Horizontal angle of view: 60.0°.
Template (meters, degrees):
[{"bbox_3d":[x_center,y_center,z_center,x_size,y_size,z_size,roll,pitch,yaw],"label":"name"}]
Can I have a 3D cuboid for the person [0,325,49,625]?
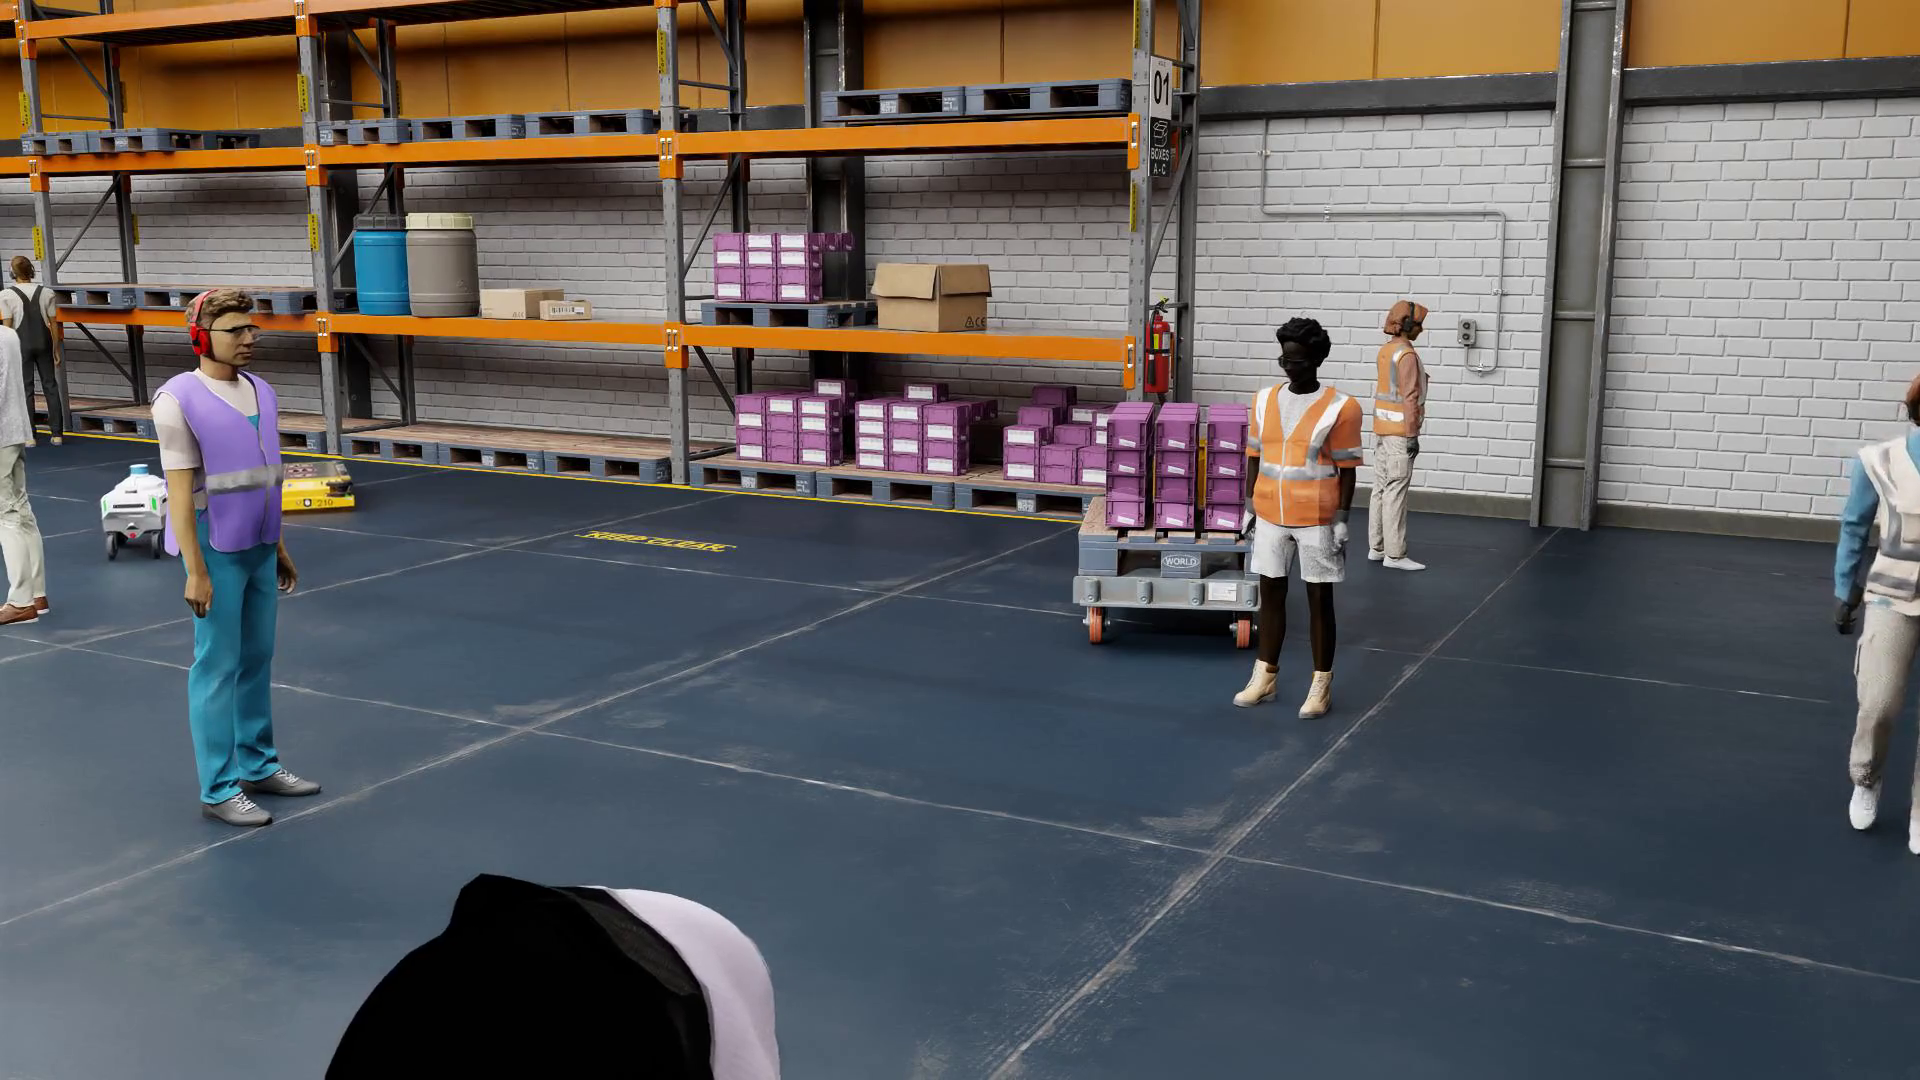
[{"bbox_3d":[-5.042,-0.478,8.685,0.335,1.865,0.521,-2,10,-9],"label":"person"}]

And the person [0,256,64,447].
[{"bbox_3d":[-8.967,-1.810,16.067,0.505,1.833,0.346,-10,14,-43],"label":"person"}]

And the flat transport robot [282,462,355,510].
[{"bbox_3d":[-5.057,-0.432,12.795,0.652,0.197,1.431,-5,11,-23],"label":"flat transport robot"}]

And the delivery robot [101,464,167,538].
[{"bbox_3d":[-5.274,-0.244,10.726,0.477,0.478,0.707,-2,11,-13],"label":"delivery robot"}]

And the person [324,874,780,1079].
[{"bbox_3d":[-0.283,0.889,1.030,0.390,1.920,0.587,5,11,23],"label":"person"}]

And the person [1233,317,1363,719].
[{"bbox_3d":[1.428,-0.093,7.039,0.529,1.692,0.321,8,13,38],"label":"person"}]

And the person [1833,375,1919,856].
[{"bbox_3d":[3.149,0.234,5.430,0.534,1.624,0.368,5,11,25],"label":"person"}]

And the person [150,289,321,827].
[{"bbox_3d":[-2.544,0.055,5.802,0.389,1.846,0.566,2,10,9],"label":"person"}]

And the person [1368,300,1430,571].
[{"bbox_3d":[2.679,-0.639,10.177,0.309,1.640,0.512,-1,10,-5],"label":"person"}]
